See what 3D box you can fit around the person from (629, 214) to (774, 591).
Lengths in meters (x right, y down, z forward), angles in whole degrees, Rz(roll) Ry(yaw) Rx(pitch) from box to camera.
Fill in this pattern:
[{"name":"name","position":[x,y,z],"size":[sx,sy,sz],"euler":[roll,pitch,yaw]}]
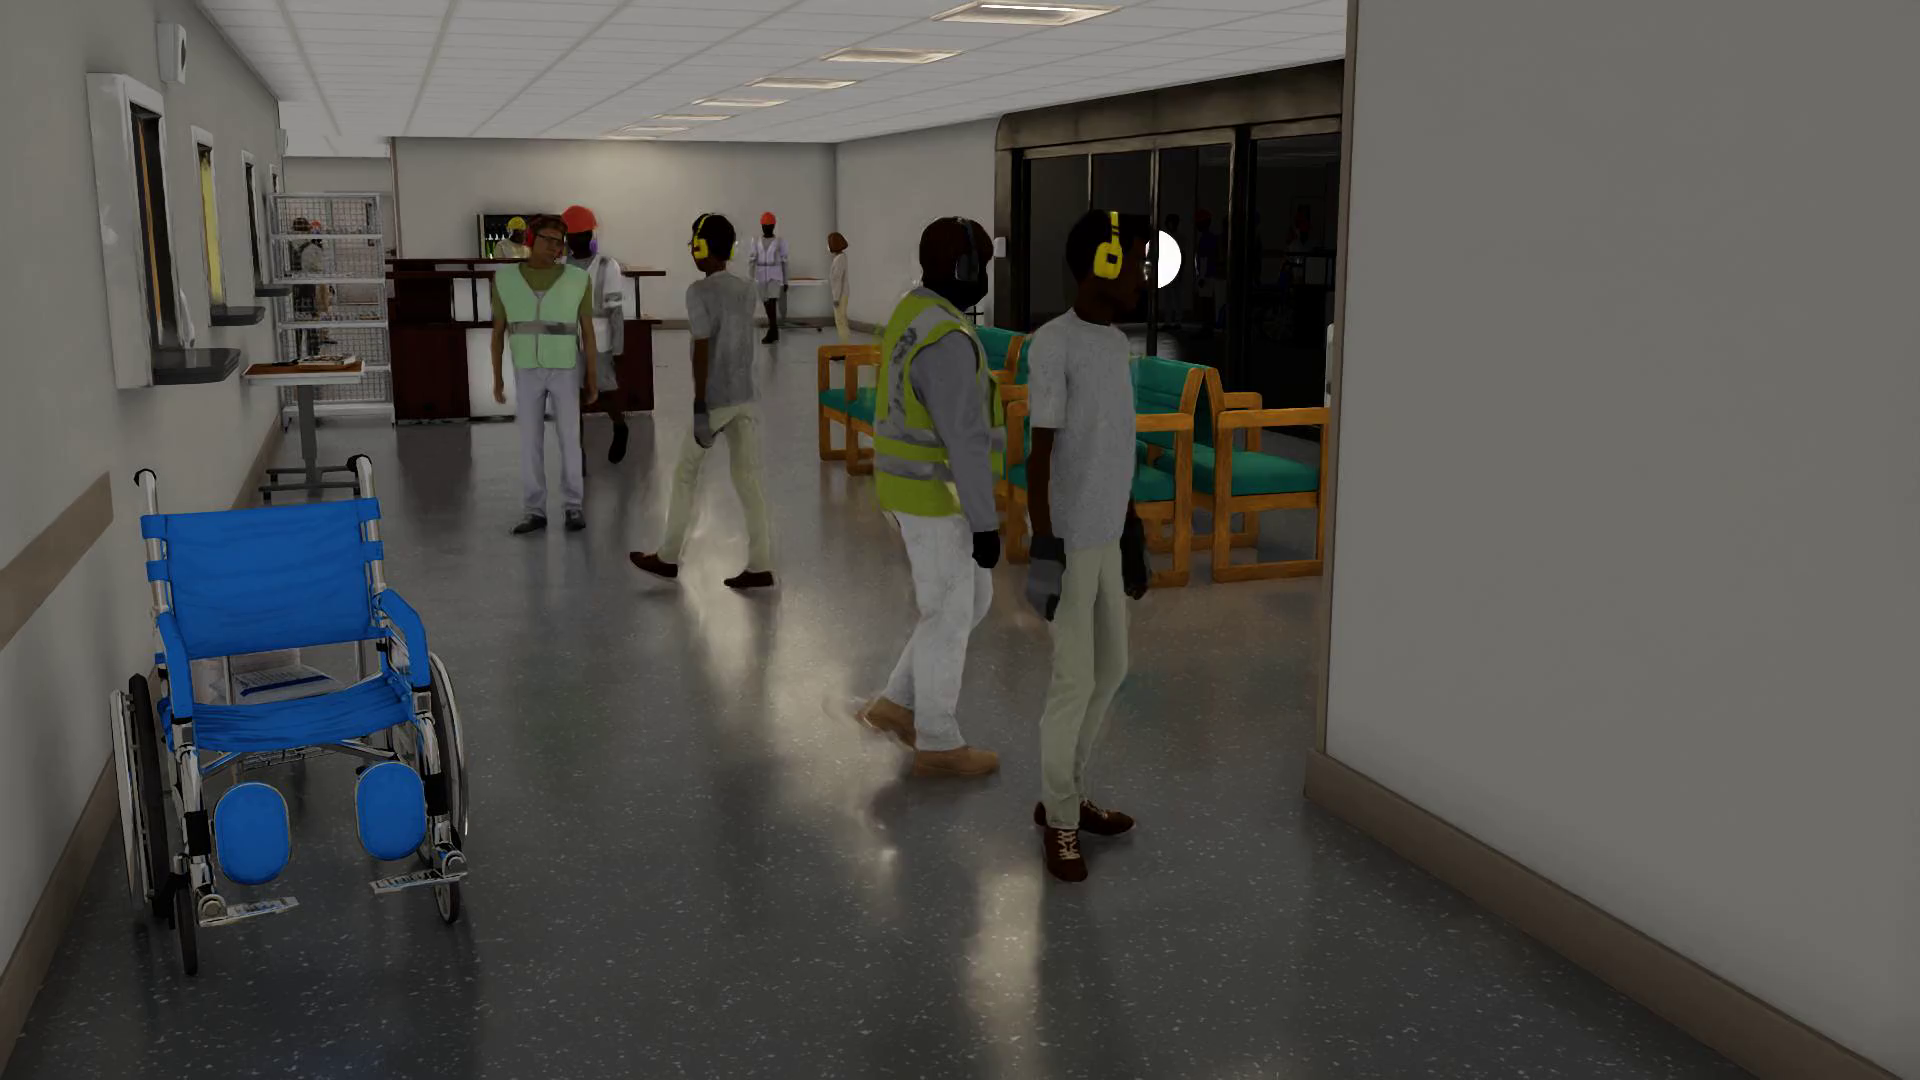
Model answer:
[{"name":"person","position":[-1.268,-0.669,8.215],"size":[0.887,1.833,0.516],"euler":[8,13,35]}]

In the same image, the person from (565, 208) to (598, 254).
[{"name":"person","position":[-4.921,-3.378,21.866],"size":[0.547,1.928,0.385],"euler":[8,13,34]}]

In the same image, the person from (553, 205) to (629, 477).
[{"name":"person","position":[-2.616,-1.406,11.811],"size":[0.551,1.913,0.821],"euler":[2,11,10]}]

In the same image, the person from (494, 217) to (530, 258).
[{"name":"person","position":[-5.919,-3.395,22.234],"size":[0.404,1.826,0.592],"euler":[10,15,41]}]

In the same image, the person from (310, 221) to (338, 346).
[{"name":"person","position":[-9.155,-3.659,23.755],"size":[0.327,1.753,0.562],"euler":[4,12,20]}]

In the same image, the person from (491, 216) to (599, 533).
[{"name":"person","position":[-2.416,-0.960,9.726],"size":[0.616,1.829,0.430],"euler":[-1,11,-7]}]

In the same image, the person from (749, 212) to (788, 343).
[{"name":"person","position":[-2.781,-3.845,24.364],"size":[0.548,1.902,0.960],"euler":[2,11,12]}]

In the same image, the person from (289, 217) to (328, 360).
[{"name":"person","position":[-7.434,-2.734,18.859],"size":[0.583,1.824,0.417],"euler":[2,11,9]}]

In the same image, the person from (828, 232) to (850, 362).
[{"name":"person","position":[-1.544,-3.100,21.230],"size":[0.286,1.628,0.505],"euler":[0,11,2]}]

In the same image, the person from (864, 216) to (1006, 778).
[{"name":"person","position":[-0.066,-0.122,5.398],"size":[0.430,1.828,0.641],"euler":[-1,11,-6]}]

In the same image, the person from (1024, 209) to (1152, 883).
[{"name":"person","position":[0.315,0.021,4.663],"size":[0.365,1.851,0.602],"euler":[7,13,34]}]
